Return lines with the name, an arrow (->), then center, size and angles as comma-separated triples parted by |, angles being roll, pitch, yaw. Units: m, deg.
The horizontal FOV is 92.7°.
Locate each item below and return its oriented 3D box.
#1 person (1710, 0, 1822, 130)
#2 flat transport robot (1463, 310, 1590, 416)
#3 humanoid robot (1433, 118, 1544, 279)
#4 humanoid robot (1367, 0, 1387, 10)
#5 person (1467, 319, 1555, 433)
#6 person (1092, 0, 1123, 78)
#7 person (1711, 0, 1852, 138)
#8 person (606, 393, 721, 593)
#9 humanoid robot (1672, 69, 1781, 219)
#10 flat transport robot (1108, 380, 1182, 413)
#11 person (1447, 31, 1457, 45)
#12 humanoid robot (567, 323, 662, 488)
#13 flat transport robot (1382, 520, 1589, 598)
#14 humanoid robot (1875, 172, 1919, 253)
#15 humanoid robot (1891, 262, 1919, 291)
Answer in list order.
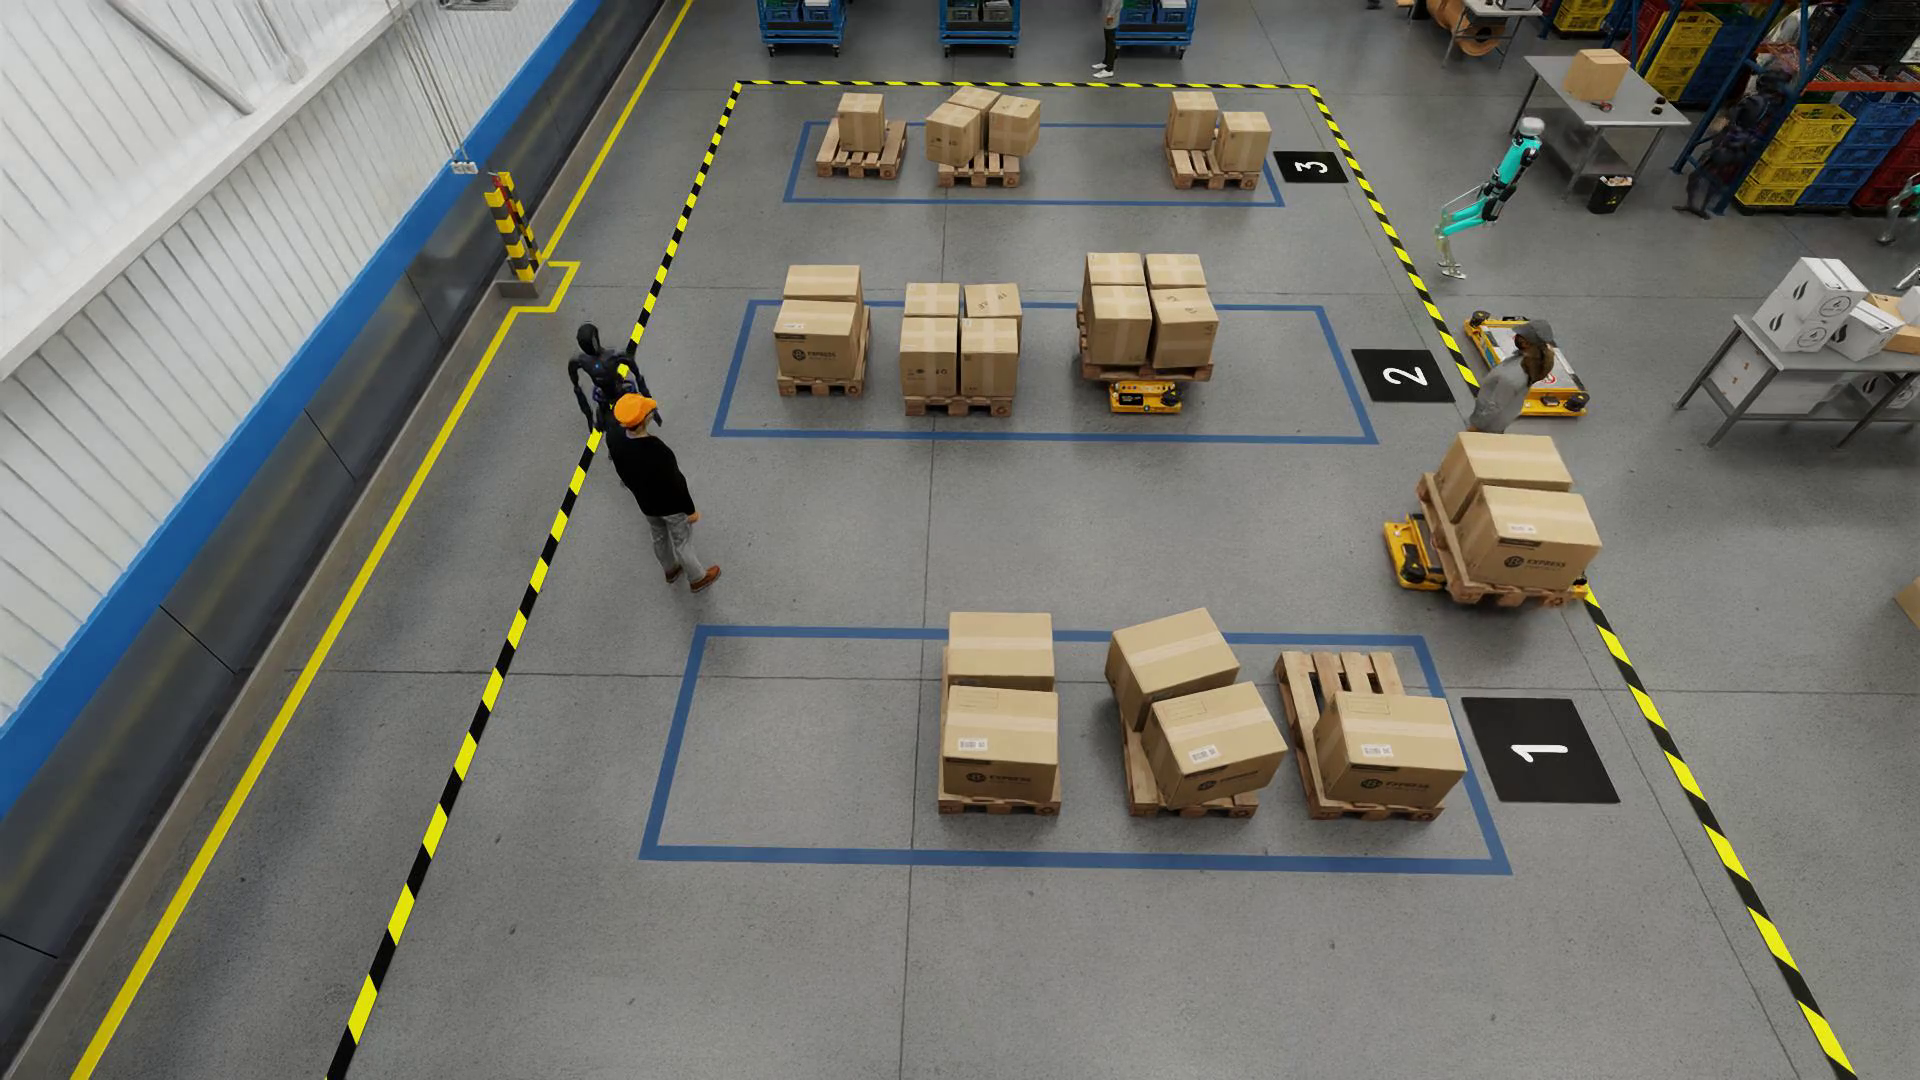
person -> 10.526, -6.221, 11.878 | 0.624, 1.844, 0.429 | -27, 54, -22
flat transport robot -> 5.573, -1.757, 9.054 | 0.659, 0.231, 1.431 | 1, 49, 1
humanoid robot -> 5.365, -3.560, 9.556 | 0.735, 1.676, 0.533 | 10, 50, 8
humanoid robot -> 7.002, -9.527, 14.847 | 0.314, 1.657, 0.613 | -10, 50, -8
person -> 4.333, -1.023, 7.424 | 0.394, 1.769, 0.561 | 37, 58, 27
person -> 2.126, -7.602, 13.067 | 0.384, 1.849, 0.596 | 3, 49, 3
person -> 10.686, -6.110, 11.705 | 1.038, 1.964, 0.609 | 8, 50, 7
person -> -2.184, -0.321, 6.743 | 0.590, 1.882, 0.375 | 22, 53, 18
humanoid robot -> 8.863, -4.517, 10.513 | 0.590, 1.636, 0.430 | -15, 51, -13
flat transport robot -> 1.773, -1.807, 9.079 | 0.652, 0.197, 1.431 | 1, 49, 1
person -> 7.940, -8.596, 13.857 | 0.365, 1.957, 0.602 | 7, 50, 6
humanoid robot -> -2.795, -1.078, 7.536 | 0.609, 1.650, 0.387 | -8, 50, -7
flat transport robot -> 4.247, 0.116, 7.415 | 1.431, 0.197, 0.652 | 3, 49, 3
humanoid robot -> 10.773, -3.942, 10.050 | 0.837, 1.860, 0.538 | -1, 49, -1
humanoid robot -> 10.560, -3.365, 9.438 | 0.677, 1.757, 0.544 | -28, 55, -22
